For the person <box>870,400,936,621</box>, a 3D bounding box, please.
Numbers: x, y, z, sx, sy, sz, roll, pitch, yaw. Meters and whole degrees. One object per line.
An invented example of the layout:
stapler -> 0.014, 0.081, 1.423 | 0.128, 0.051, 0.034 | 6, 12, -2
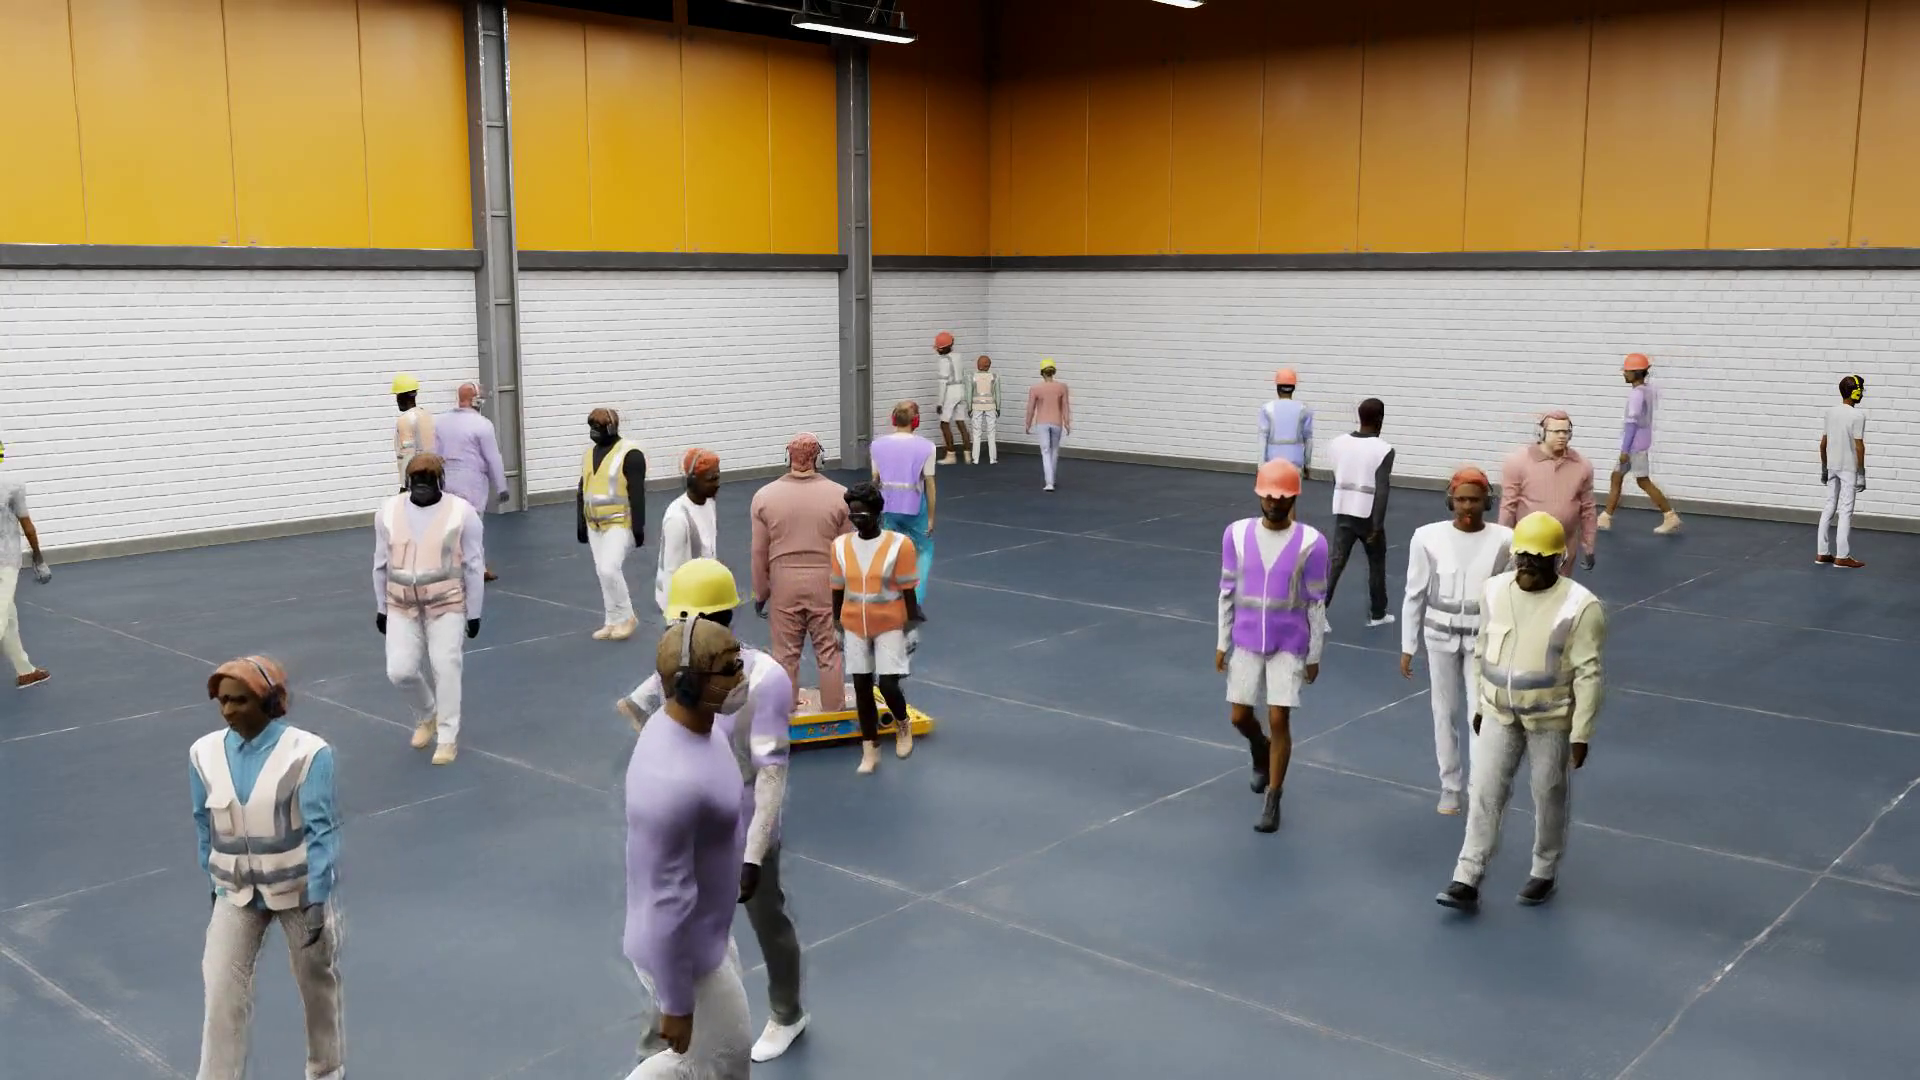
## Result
person -> -0.451, -0.215, 13.475 | 0.572, 1.833, 0.445 | 2, 9, 15

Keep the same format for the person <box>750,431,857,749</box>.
person -> -0.918, 0.303, 9.978 | 0.650, 1.906, 0.401 | 0, 9, 0

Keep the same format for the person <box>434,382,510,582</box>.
person -> -4.338, -0.483, 14.999 | 0.640, 1.875, 0.804 | 6, 11, 34

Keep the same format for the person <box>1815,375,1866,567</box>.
person -> 8.611, -0.666, 16.190 | 0.319, 1.866, 0.532 | -3, 9, -16

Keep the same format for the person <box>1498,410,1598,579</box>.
person -> 4.151, 0.042, 11.647 | 0.672, 1.890, 0.584 | -1, 9, -4

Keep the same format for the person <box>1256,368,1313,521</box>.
person -> 3.317, -0.815, 17.045 | 0.567, 1.882, 1.009 | 1, 9, 5

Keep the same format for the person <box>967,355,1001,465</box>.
person -> 0.359, -1.939, 24.885 | 0.515, 1.641, 0.309 | 0, 9, 2

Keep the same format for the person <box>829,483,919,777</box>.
person -> -0.490, 0.500, 9.429 | 0.548, 1.678, 0.392 | 3, 10, 19

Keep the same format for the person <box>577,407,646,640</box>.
person -> -2.717, -0.117, 12.866 | 0.651, 1.823, 0.464 | 7, 11, 37

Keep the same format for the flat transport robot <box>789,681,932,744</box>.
flat transport robot -> -0.956, 1.082, 10.202 | 1.431, 0.197, 0.652 | -4, 10, -23

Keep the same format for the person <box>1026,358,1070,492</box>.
person -> 1.138, -1.530, 22.003 | 0.557, 1.726, 0.840 | -2, 9, -11

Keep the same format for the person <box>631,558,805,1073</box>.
person -> -0.834, 0.992, 5.735 | 0.597, 1.877, 0.967 | 4, 10, 26

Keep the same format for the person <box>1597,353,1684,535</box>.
person -> 7.443, -1.052, 18.216 | 1.045, 1.999, 0.627 | 5, 10, 26

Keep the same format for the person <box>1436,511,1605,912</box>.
person -> 2.468, 0.777, 7.312 | 0.622, 1.799, 0.752 | 9, 12, 43

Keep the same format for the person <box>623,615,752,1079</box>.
person -> -0.822, 1.145, 4.635 | 0.716, 1.923, 0.635 | -1, 9, -5

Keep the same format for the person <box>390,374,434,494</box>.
person -> -5.091, -0.584, 15.490 | 0.381, 1.923, 0.592 | 0, 9, 3

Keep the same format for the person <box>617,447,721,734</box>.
person -> -1.678, 0.370, 9.702 | 0.699, 1.858, 0.617 | 2, 9, 10

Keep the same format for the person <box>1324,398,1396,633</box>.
person -> 3.141, -0.196, 13.231 | 0.595, 1.878, 0.954 | 9, 13, 44

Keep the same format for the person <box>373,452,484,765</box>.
person -> -3.082, 0.394, 9.659 | 0.645, 1.823, 0.441 | 0, 9, -1

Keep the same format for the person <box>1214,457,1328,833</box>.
person -> 1.616, 0.513, 8.612 | 0.566, 1.922, 0.601 | 4, 10, 23

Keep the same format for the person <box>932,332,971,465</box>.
person -> -0.095, -2.104, 24.858 | 0.533, 1.991, 0.696 | 4, 10, 23

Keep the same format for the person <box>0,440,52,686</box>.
person -> -6.446, 0.171, 11.095 | 0.509, 1.829, 0.989 | 1, 9, 5

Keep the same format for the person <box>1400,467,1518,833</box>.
person -> 2.560, 0.562, 8.519 | 0.589, 1.850, 0.809 | 3, 10, 20

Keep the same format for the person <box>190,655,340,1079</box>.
person -> -2.277, 1.188, 5.374 | 0.518, 1.606, 0.801 | 1, 9, 4
